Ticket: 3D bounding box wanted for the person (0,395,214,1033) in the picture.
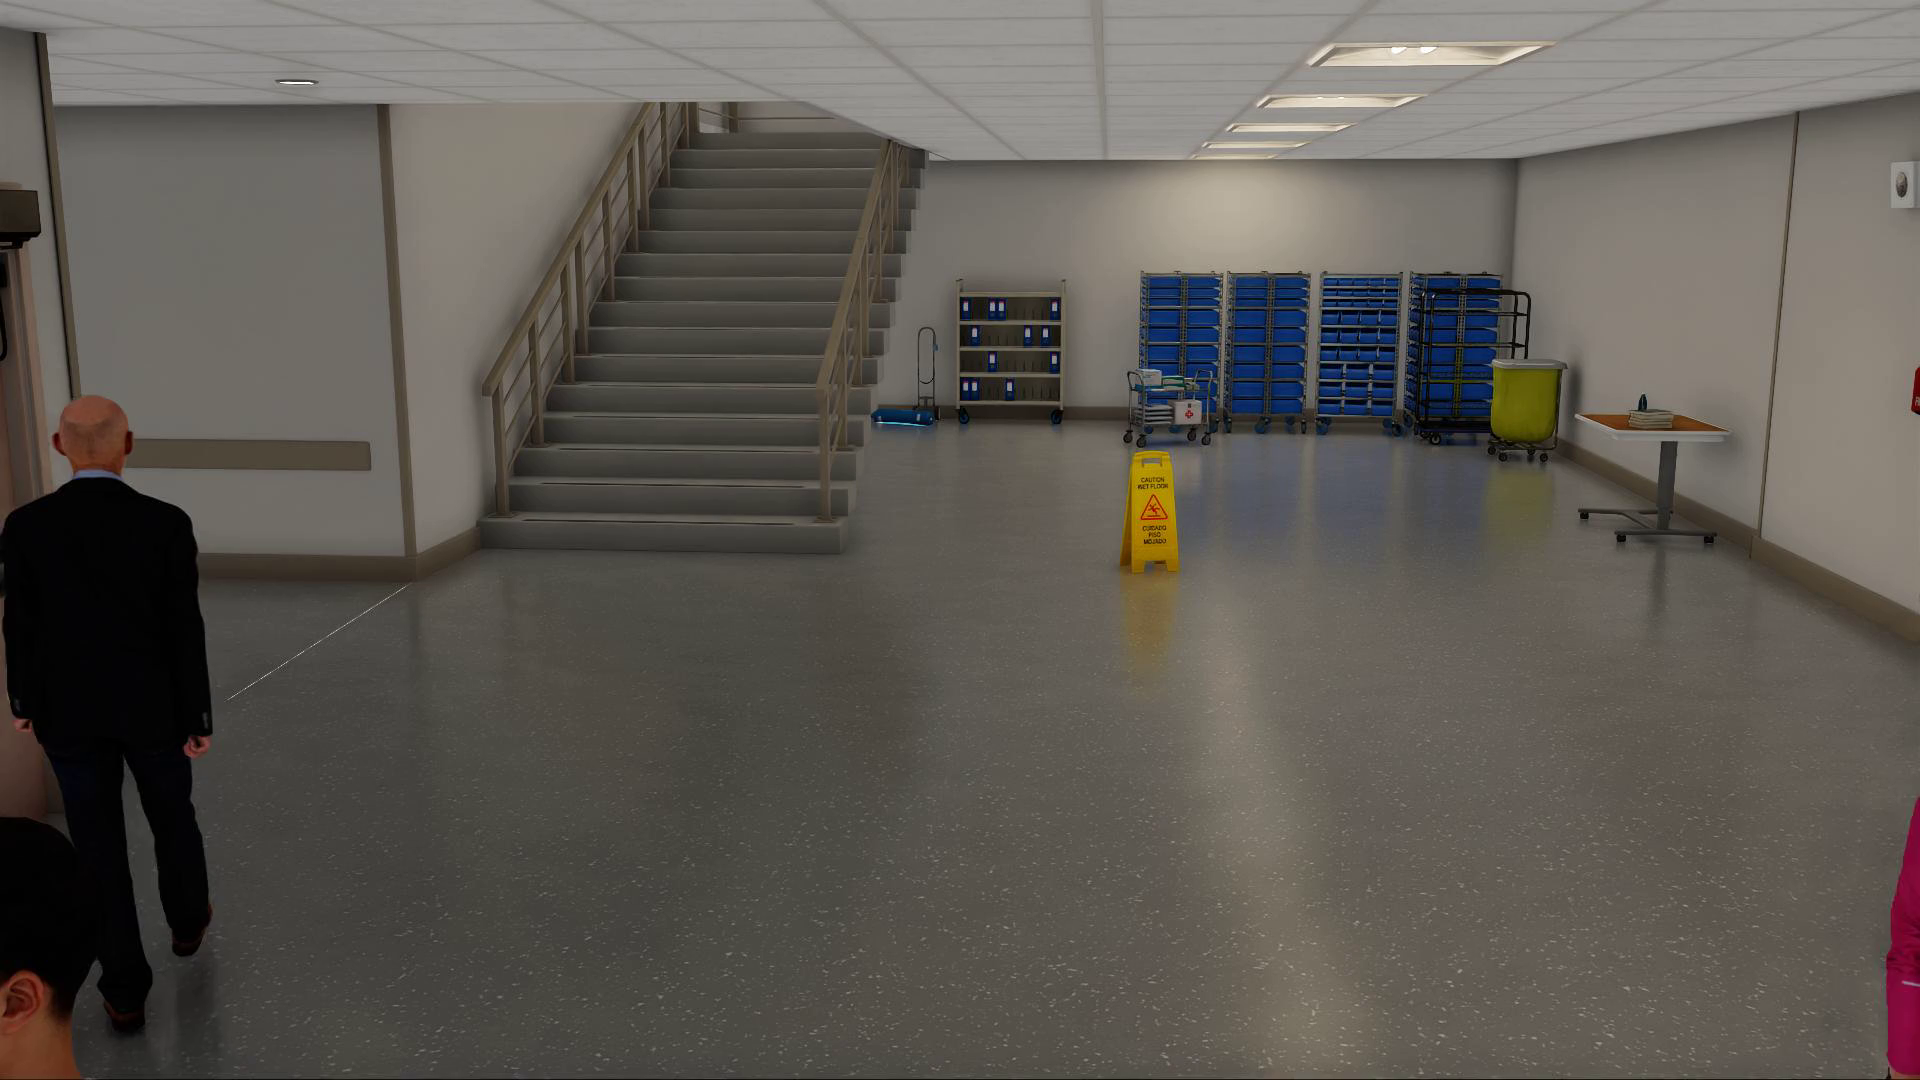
[{"bbox_3d":[-2.388,0.508,4.663,0.950,1.777,1.089,-5,12,-23],"label":"person"}]
